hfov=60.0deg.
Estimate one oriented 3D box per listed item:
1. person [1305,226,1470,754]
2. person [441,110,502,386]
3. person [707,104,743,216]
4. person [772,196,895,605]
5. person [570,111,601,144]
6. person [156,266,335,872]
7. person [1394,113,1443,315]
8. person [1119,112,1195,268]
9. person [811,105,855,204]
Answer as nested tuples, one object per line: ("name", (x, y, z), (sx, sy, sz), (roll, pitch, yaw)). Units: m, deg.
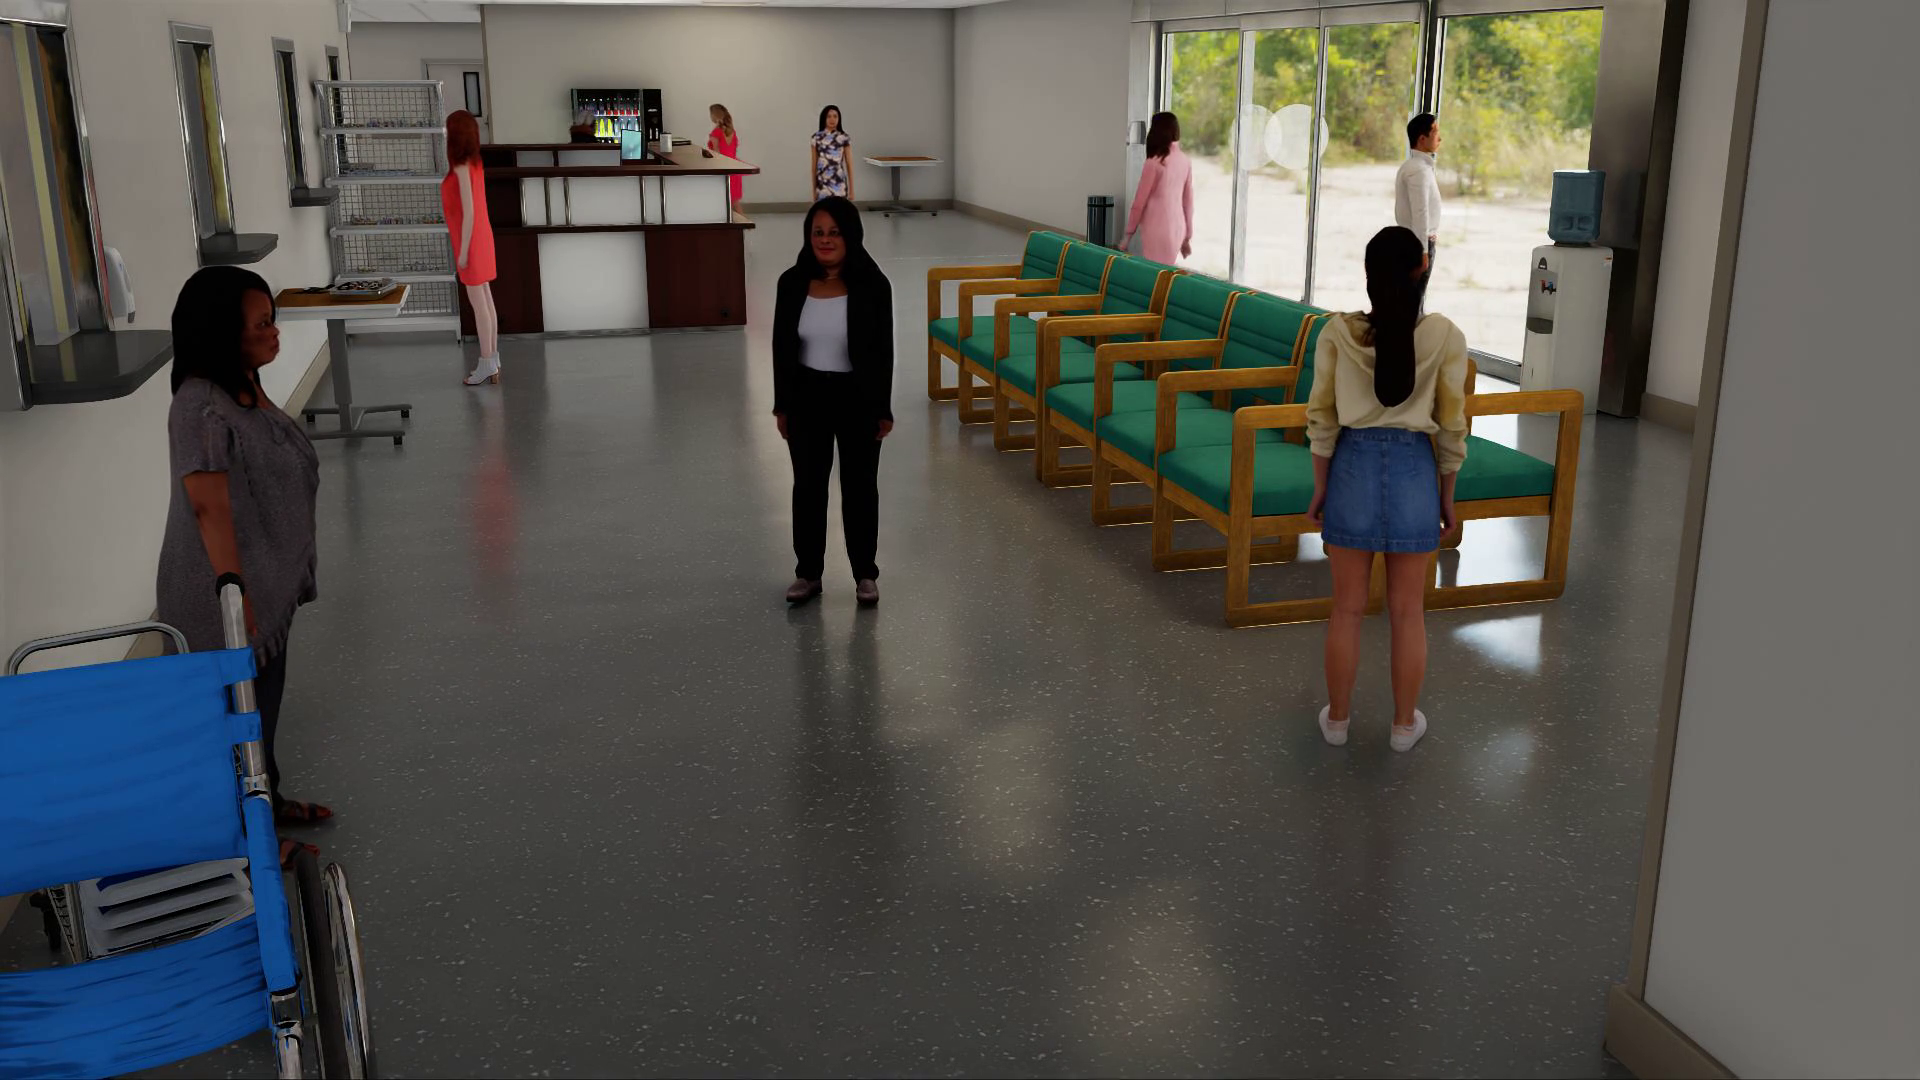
("person", (1.308, -0.150, 5.166), (0.659, 1.630, 0.783), (4, 16, 14))
("person", (-3.304, -1.984, 11.309), (0.581, 1.827, 0.638), (-1, 16, -2))
("person", (-2.722, -4.301, 19.747), (0.712, 1.707, 0.794), (-14, 21, -40))
("person", (-0.495, -0.543, 6.585), (0.649, 1.617, 0.769), (0, 16, 1))
("person", (-4.435, -4.201, 19.553), (0.864, 1.620, 0.755), (-9, 18, -29))
("person", (-1.923, 0.079, 4.403), (0.644, 1.604, 0.631), (-5, 16, -17))
("person", (3.019, -1.918, 11.104), (0.694, 1.812, 0.730), (2, 16, 6))
("person", (1.517, -2.124, 11.930), (1.117, 1.759, 0.972), (-12, 20, -36))
("person", (-1.357, -3.704, 17.645), (1.099, 1.700, 0.779), (-2, 16, -7))
